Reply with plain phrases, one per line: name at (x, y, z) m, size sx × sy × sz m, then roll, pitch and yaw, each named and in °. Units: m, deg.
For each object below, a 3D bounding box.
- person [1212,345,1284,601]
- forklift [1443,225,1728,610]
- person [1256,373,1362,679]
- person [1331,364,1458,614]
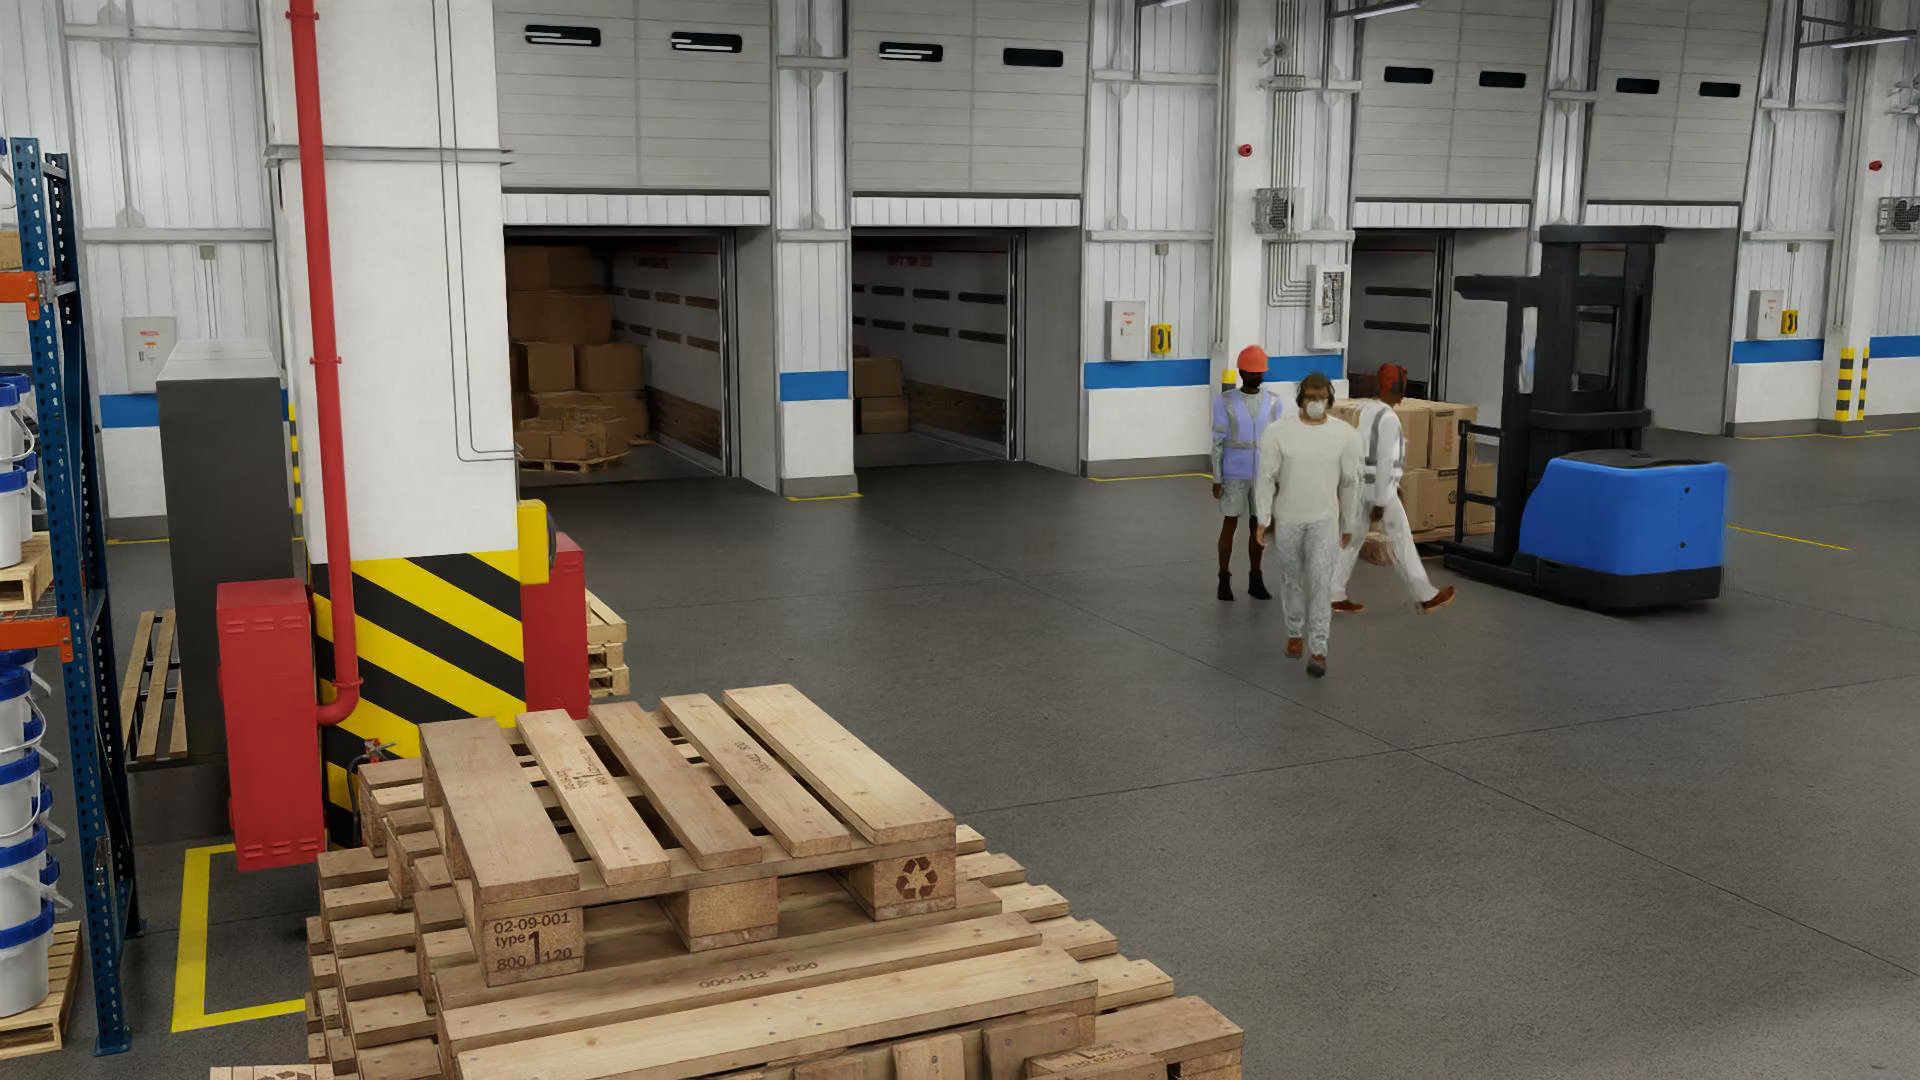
person at (2.178, -0.496, 12.545) m, size 0.554 × 1.933 × 0.378 m, roll -2°, pitch 10°, yaw -9°
forklift at (4.841, -1.011, 12.756) m, size 1.129 × 2.768 × 1.873 m, roll -4°, pitch 11°, yaw -23°
person at (2.190, -0.103, 10.508) m, size 0.640 × 1.883 × 1.029 m, roll 3°, pitch 11°, yaw 14°
person at (3.120, -0.356, 12.057) m, size 0.999 × 1.827 × 0.568 m, roll -2°, pitch 10°, yaw -10°
